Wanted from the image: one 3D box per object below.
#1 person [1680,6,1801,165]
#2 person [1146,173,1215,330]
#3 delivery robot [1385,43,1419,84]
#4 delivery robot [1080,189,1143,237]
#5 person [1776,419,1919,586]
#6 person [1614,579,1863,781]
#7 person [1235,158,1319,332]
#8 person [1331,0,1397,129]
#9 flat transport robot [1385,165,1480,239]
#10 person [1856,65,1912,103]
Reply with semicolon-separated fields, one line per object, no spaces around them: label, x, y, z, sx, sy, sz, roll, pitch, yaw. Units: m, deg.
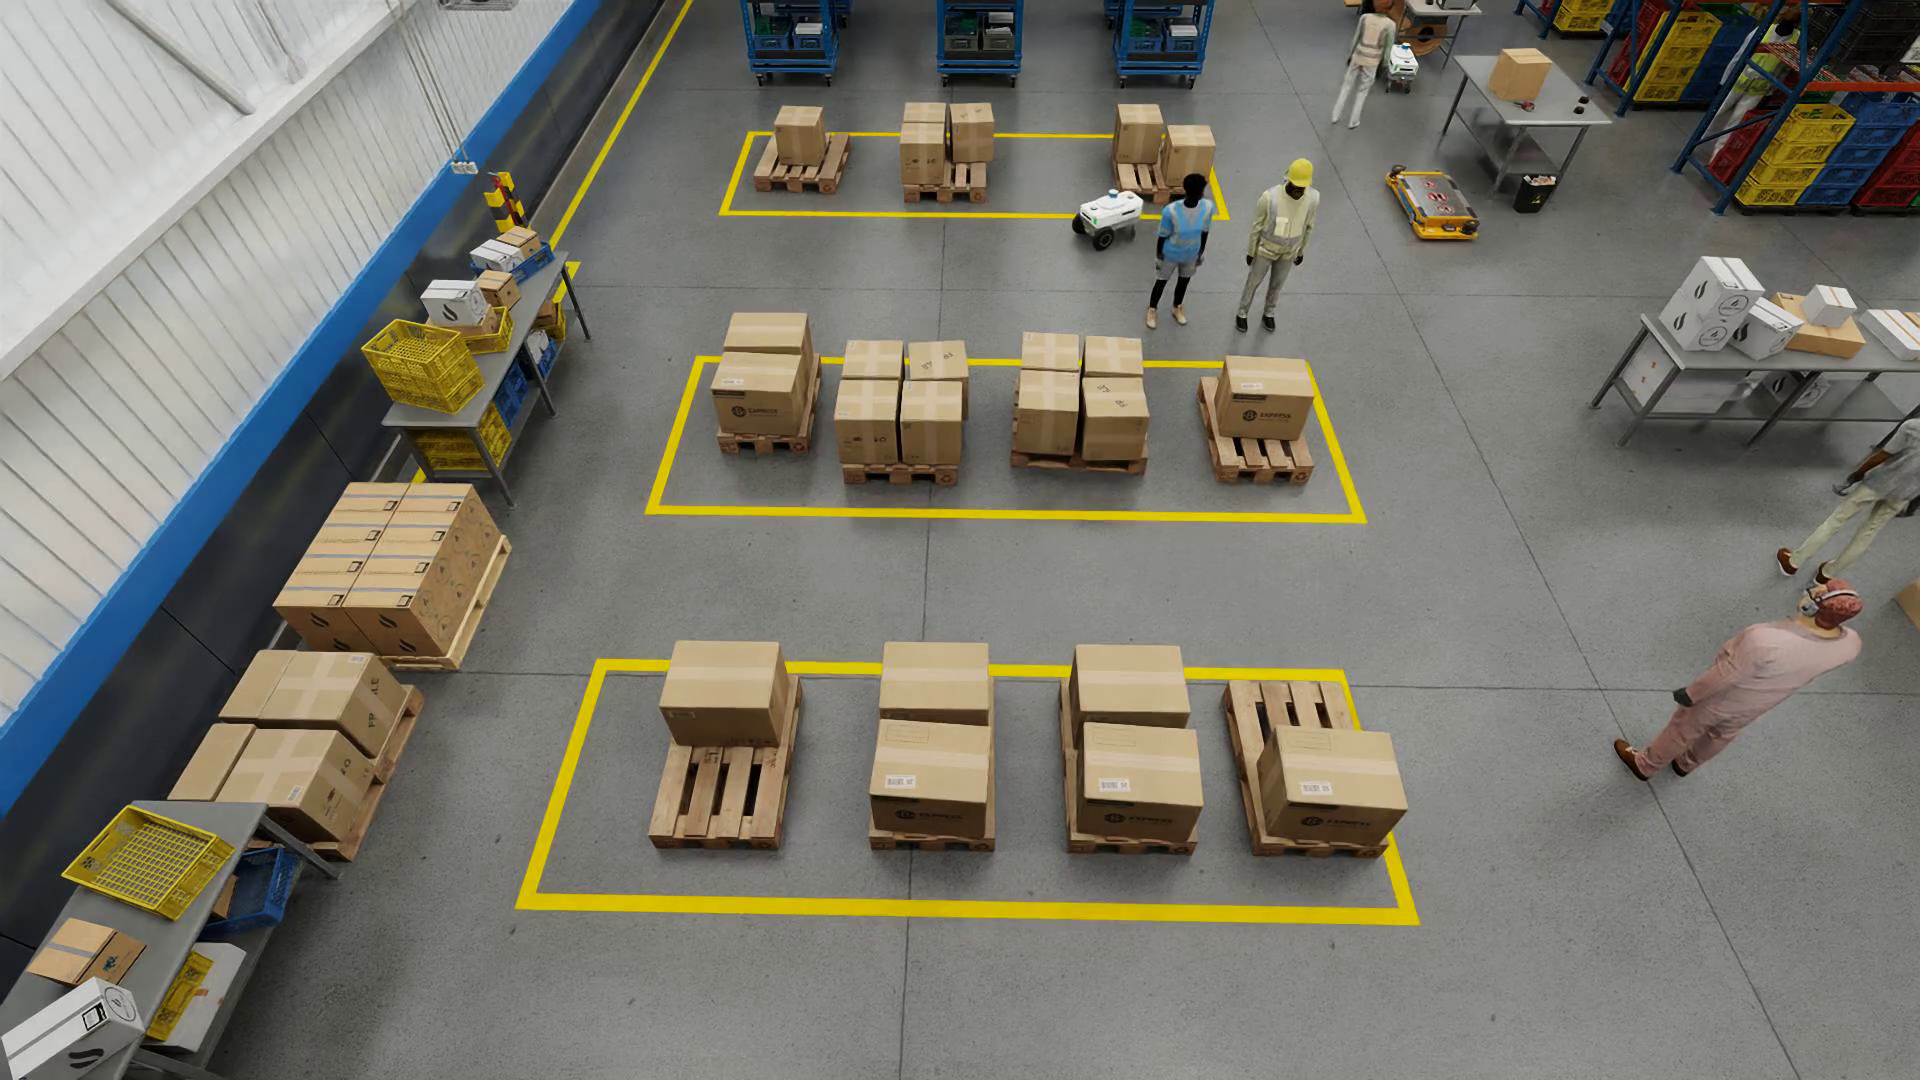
person;9.730;-5.595;11.331;0.621;1.838;0.429;27;54;21
person;2.158;-2.826;9.036;0.545;1.684;0.328;-9;50;-8
delivery robot;6.373;-6.919;13.258;0.477;0.478;0.707;4;49;4
delivery robot;1.739;-3.789;10.549;0.707;0.478;0.477;-24;53;-19
person;6.860;-0.376;6.795;0.516;1.865;0.325;26;54;21
person;4.793;0.898;5.664;0.644;1.907;0.399;-1;49;-1
person;3.106;-2.857;8.970;0.597;1.823;0.403;-2;49;-2
person;5.347;-6.289;12.067;0.529;1.625;0.324;35;57;26
flat transport robot;5.692;-4.094;11.059;0.652;0.197;1.431;1;49;1
person;13.067;-6.940;12.427;0.629;1.940;0.379;-30;55;-23
